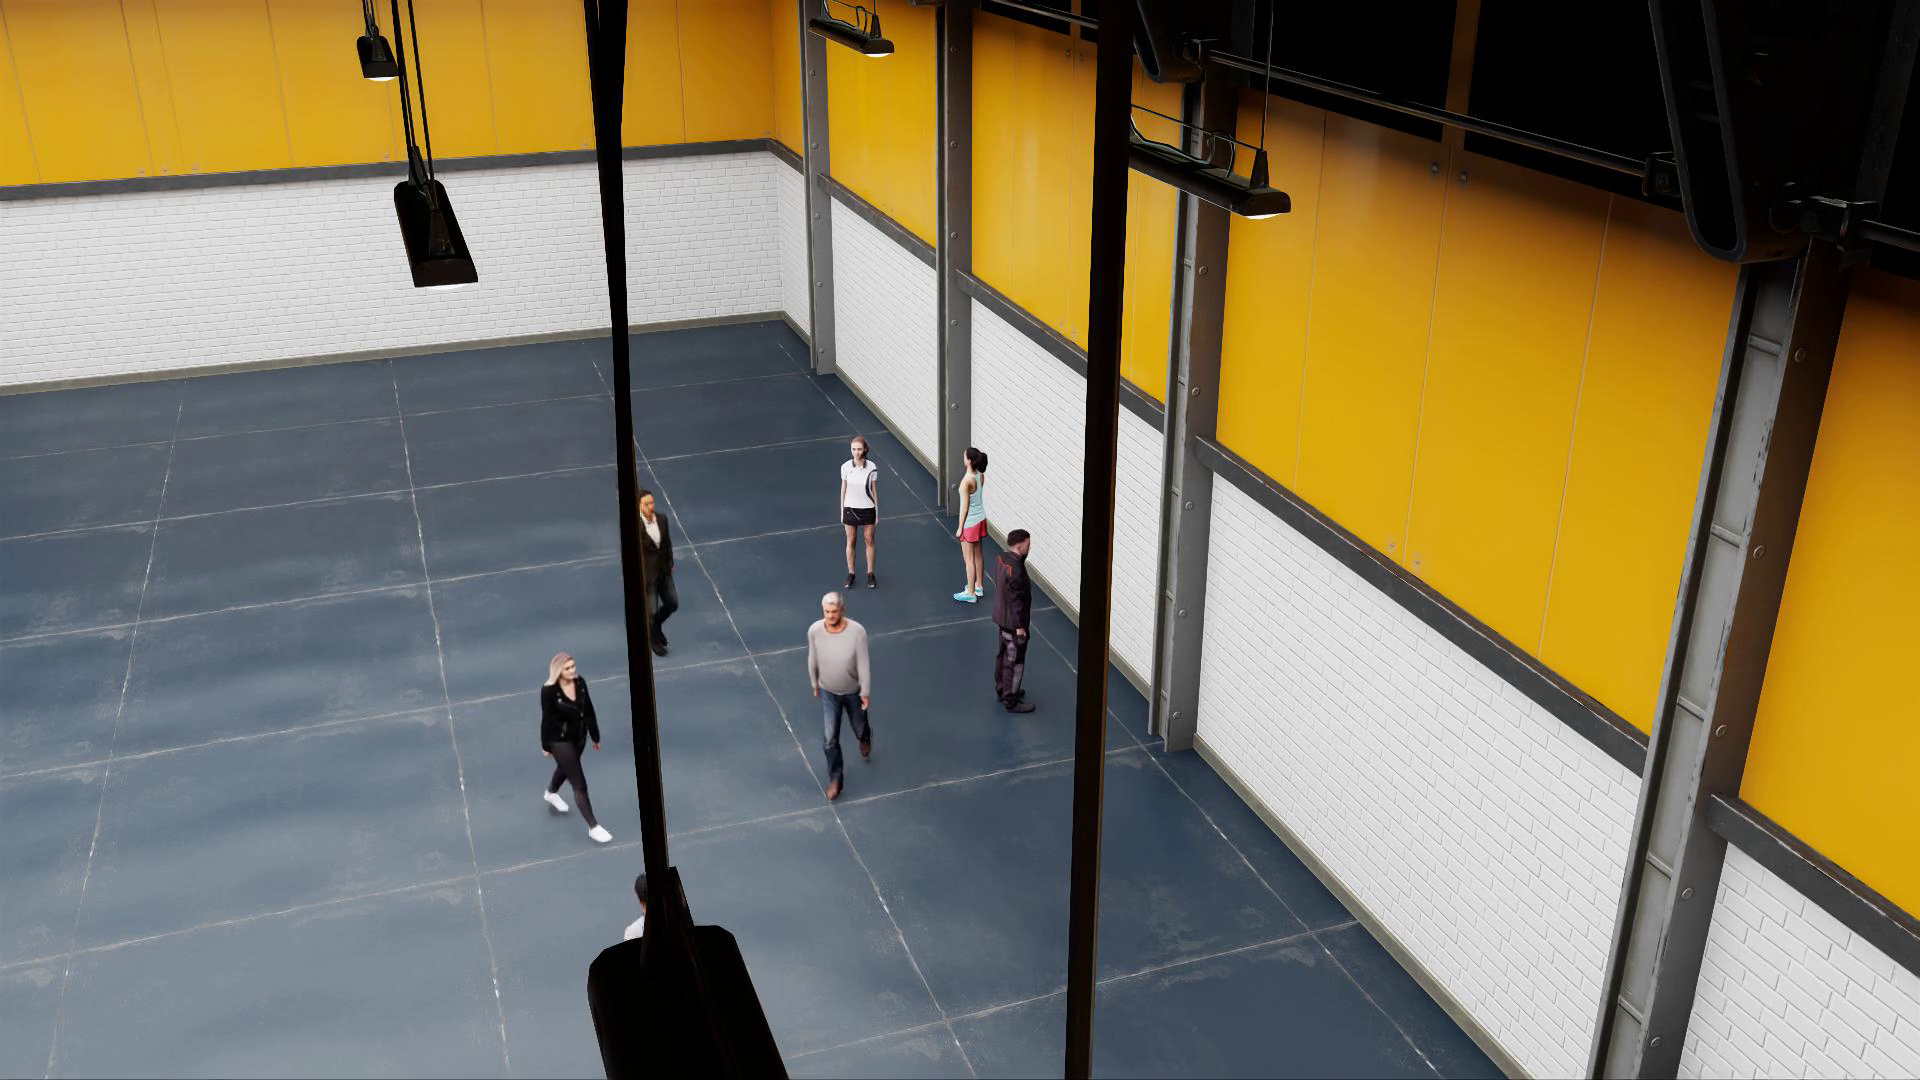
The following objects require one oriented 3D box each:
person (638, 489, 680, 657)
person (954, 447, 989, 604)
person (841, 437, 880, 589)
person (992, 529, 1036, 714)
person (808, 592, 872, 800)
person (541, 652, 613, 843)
[{"bbox_3d":[-3.170,0.303,16.899,0.824,1.794,0.820,21,31,40],"label":"person"},{"bbox_3d":[0.129,-0.179,18.036,0.750,1.765,0.698,13,27,27],"label":"person"},{"bbox_3d":[-1.099,-0.313,18.363,0.643,1.751,0.639,0,24,-1],"label":"person"},{"bbox_3d":[0.497,0.740,15.835,0.789,1.845,0.569,-6,24,-14],"label":"person"},{"bbox_3d":[-1.004,1.277,14.556,1.092,1.885,1.266,5,24,10],"label":"person"},{"bbox_3d":[-3.338,1.680,13.950,1.252,1.633,1.018,18,29,36],"label":"person"}]
